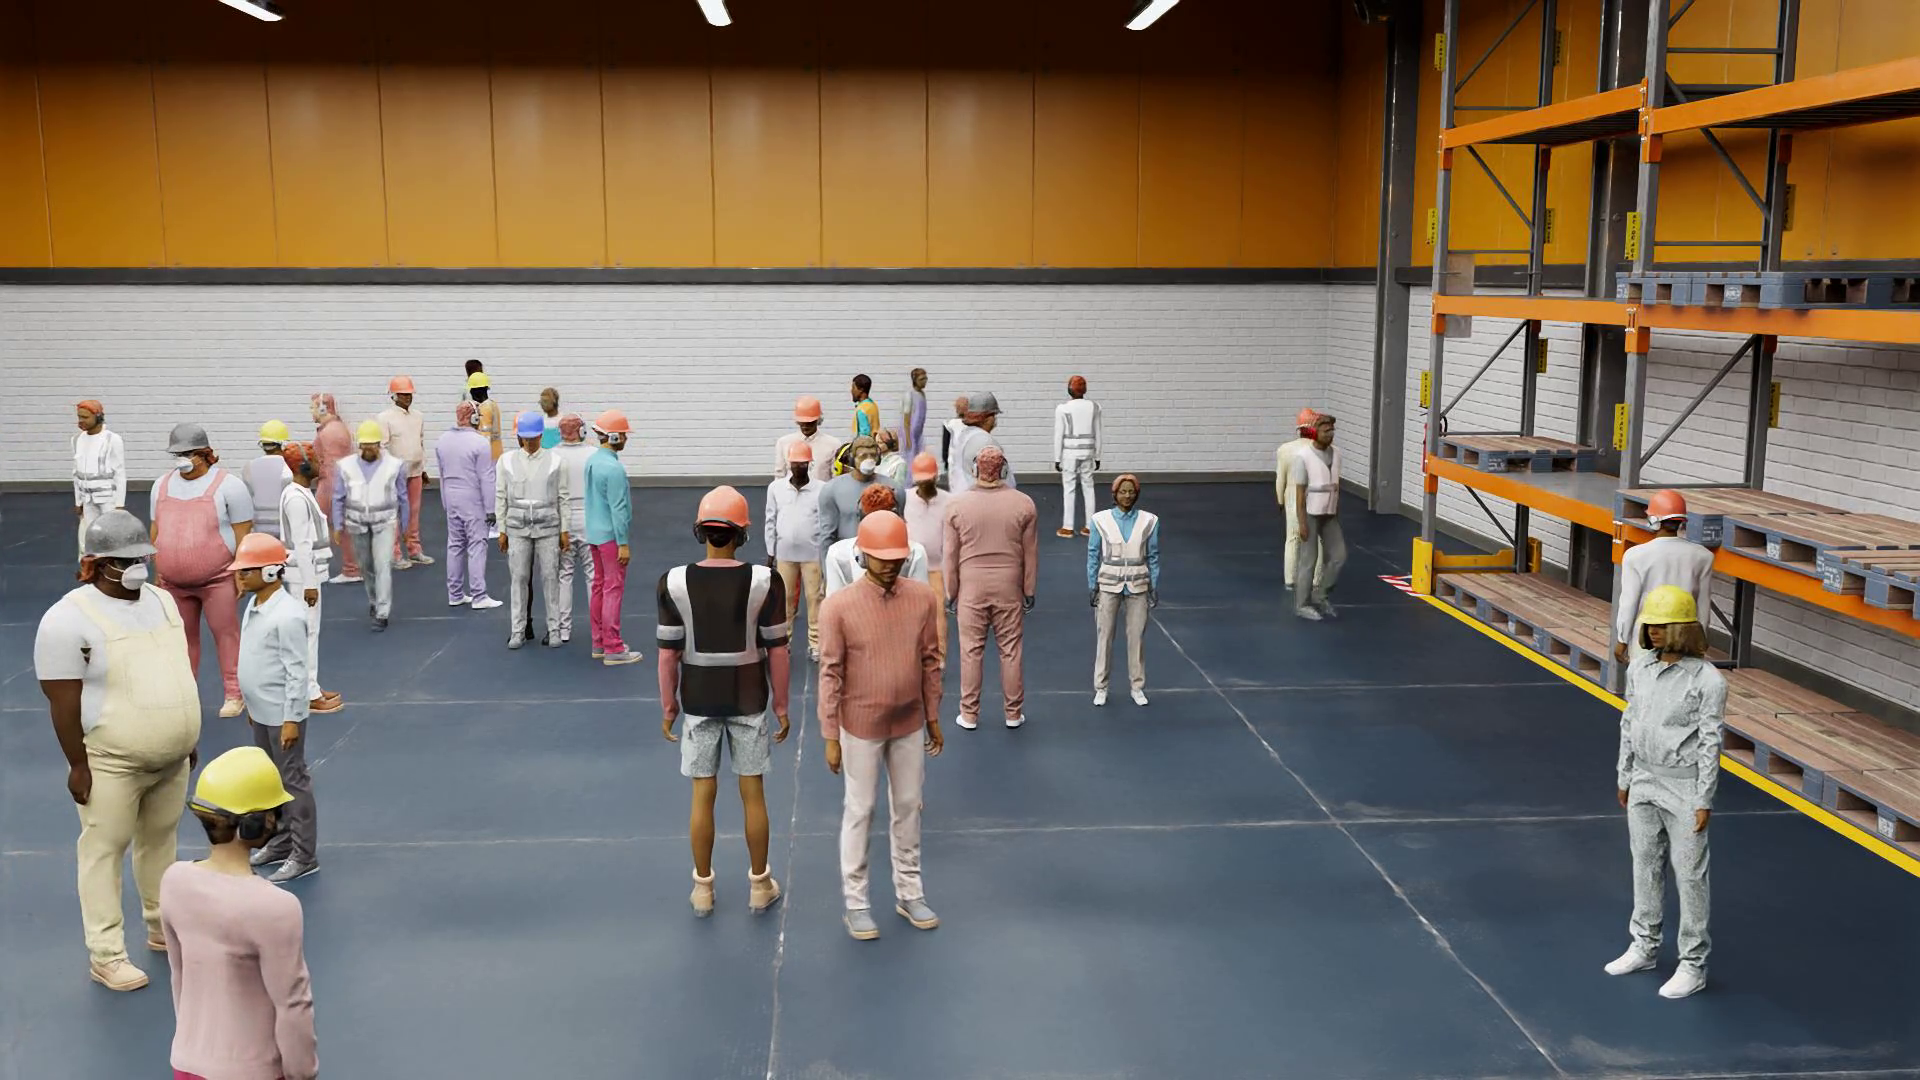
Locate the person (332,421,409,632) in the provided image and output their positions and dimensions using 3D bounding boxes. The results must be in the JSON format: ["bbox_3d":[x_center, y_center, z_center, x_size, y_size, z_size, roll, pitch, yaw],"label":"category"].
[{"bbox_3d":[-5.095,-0.150,14.409,0.608,1.794,0.911,-1,9,-9],"label":"person"}]

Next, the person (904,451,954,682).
[{"bbox_3d":[-0.267,0.166,12.612,0.562,1.718,0.774,0,9,-1],"label":"person"}]

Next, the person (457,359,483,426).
[{"bbox_3d":[-6.522,-1.460,22.219,0.374,1.914,0.602,-2,9,-13],"label":"person"}]

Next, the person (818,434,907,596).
[{"bbox_3d":[-0.666,0.230,11.532,0.629,1.940,0.379,-3,10,-18],"label":"person"}]

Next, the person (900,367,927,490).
[{"bbox_3d":[-0.617,-1.381,22.030,0.475,1.821,0.527,5,10,30],"label":"person"}]

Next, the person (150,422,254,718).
[{"bbox_3d":[-5.208,0.209,11.347,0.688,2.000,0.539,0,9,1],"label":"person"}]

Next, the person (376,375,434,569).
[{"bbox_3d":[-5.756,-0.709,17.252,0.381,1.994,0.615,4,10,26],"label":"person"}]

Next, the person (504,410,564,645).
[{"bbox_3d":[-3.487,-0.097,13.591,0.552,1.935,0.366,2,9,11],"label":"person"}]

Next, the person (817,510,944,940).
[{"bbox_3d":[-0.352,0.839,7.600,0.624,1.981,0.414,-5,11,-30],"label":"person"}]

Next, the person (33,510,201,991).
[{"bbox_3d":[-3.535,0.874,7.168,0.537,2.000,0.678,3,10,19],"label":"person"}]

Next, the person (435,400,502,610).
[{"bbox_3d":[-4.448,-0.320,15.132,0.646,1.901,0.394,5,10,30],"label":"person"}]

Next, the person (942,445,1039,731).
[{"bbox_3d":[0.197,0.322,11.060,0.641,1.908,0.408,-1,9,-4],"label":"person"}]

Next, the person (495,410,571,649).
[{"bbox_3d":[-3.458,-0.084,13.491,0.602,1.943,0.393,-1,9,-9],"label":"person"}]

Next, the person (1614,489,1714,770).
[{"bbox_3d":[4.210,0.564,10.003,0.572,1.753,0.335,-1,9,-4],"label":"person"}]

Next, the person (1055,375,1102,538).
[{"bbox_3d":[1.370,-0.963,19.221,0.576,1.877,0.340,-3,9,-17],"label":"person"}]

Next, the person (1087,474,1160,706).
[{"bbox_3d":[1.146,0.350,11.699,0.517,1.645,0.308,0,9,-2],"label":"person"}]

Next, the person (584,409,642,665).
[{"bbox_3d":[-2.715,-0.026,12.991,0.406,1.987,0.613,-6,11,-32],"label":"person"}]

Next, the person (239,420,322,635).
[{"bbox_3d":[-5.633,-0.081,13.806,0.587,1.837,0.404,1,9,7],"label":"person"}]

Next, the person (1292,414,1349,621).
[{"bbox_3d":[3.151,-0.189,14.507,0.590,1.824,0.528,-7,11,-37],"label":"person"}]

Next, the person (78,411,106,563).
[{"bbox_3d":[-9.154,-0.571,17.579,0.325,1.623,0.510,-1,9,-9],"label":"person"}]

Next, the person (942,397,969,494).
[{"bbox_3d":[0.031,-0.905,19.758,0.528,1.586,0.898,1,9,7],"label":"person"}]

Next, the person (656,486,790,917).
[{"bbox_3d":[-1.111,0.760,7.878,0.614,2.040,0.390,-1,9,-4],"label":"person"}]

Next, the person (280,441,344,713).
[{"bbox_3d":[-4.519,0.256,11.536,0.347,1.884,0.584,-4,10,-22],"label":"person"}]

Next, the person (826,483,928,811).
[{"bbox_3d":[-0.451,0.625,9.229,0.576,1.881,0.352,1,9,5],"label":"person"}]

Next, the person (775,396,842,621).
[{"bbox_3d":[-1.319,-0.268,14.518,0.610,1.985,0.400,1,9,4],"label":"person"}]

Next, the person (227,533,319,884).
[{"bbox_3d":[-3.452,0.830,8.343,0.329,1.751,0.566,-9,12,-43],"label":"person"}]

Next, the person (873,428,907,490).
[{"bbox_3d":[-0.647,-0.219,15.325,0.319,1.628,0.508,-6,11,-35],"label":"person"}]

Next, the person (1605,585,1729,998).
[{"bbox_3d":[2.979,1.048,7.040,0.313,1.736,0.485,-5,10,-27],"label":"person"}]

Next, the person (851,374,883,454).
[{"bbox_3d":[-1.047,-0.909,18.752,0.394,1.919,0.590,1,9,7],"label":"person"}]

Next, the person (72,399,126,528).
[{"bbox_3d":[-8.018,-0.373,15.514,0.578,1.878,0.349,3,10,18],"label":"person"}]

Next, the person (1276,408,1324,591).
[{"bbox_3d":[3.315,-0.385,15.958,0.561,1.755,0.318,3,10,21],"label":"person"}]

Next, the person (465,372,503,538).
[{"bbox_3d":[-5.471,-0.973,19.163,0.391,1.918,0.580,-2,9,-12],"label":"person"}]

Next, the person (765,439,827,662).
[{"bbox_3d":[-1.254,0.087,13.000,0.561,1.755,0.326,1,9,5],"label":"person"}]

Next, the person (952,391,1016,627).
[{"bbox_3d":[0.224,-0.280,14.419,0.537,2.000,0.685,-4,10,-23],"label":"person"}]

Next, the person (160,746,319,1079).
[{"bbox_3d":[-1.952,1.430,4.569,0.519,1.757,0.342,4,10,26],"label":"person"}]

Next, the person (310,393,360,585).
[{"bbox_3d":[-6.234,-0.490,16.231,0.654,1.890,0.659,-1,9,-6],"label":"person"}]
